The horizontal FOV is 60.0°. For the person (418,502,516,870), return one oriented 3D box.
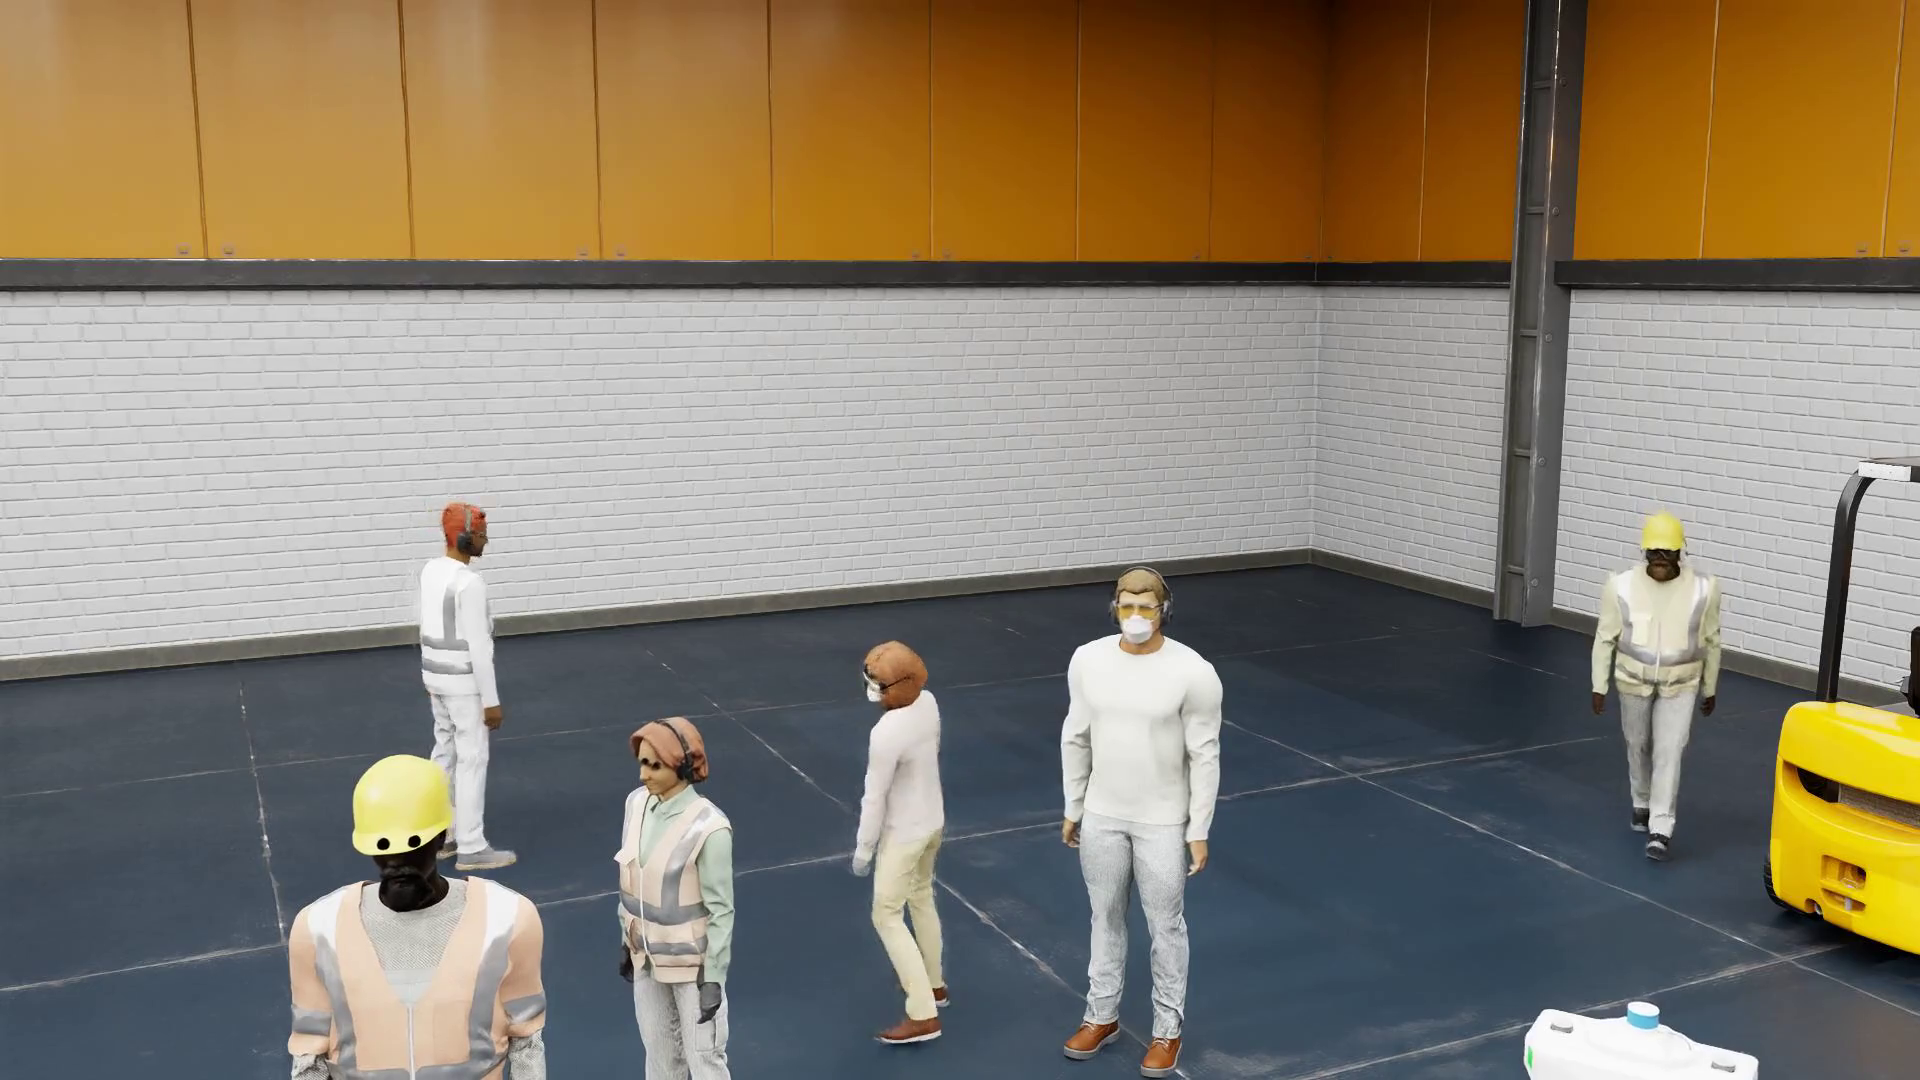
[{"bbox_3d":[-2.557,0.749,8.489,0.345,1.874,0.613,-9,12,-43],"label":"person"}]

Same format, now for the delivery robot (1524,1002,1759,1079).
[{"bbox_3d":[2.303,1.812,5.634,0.707,0.478,0.477,6,11,33],"label":"delivery robot"}]

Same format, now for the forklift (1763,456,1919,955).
[{"bbox_3d":[4.857,0.731,7.561,2.313,2.155,1.214,-4,10,-25],"label":"forklift"}]

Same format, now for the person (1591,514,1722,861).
[{"bbox_3d":[3.638,0.748,8.729,0.619,1.776,0.941,4,10,26],"label":"person"}]

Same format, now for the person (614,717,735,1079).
[{"bbox_3d":[-0.915,1.365,5.353,0.511,1.637,0.307,8,12,40],"label":"person"}]

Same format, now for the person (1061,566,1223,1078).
[{"bbox_3d":[0.667,1.057,6.324,0.636,1.939,0.365,5,11,29],"label":"person"}]

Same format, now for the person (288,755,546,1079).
[{"bbox_3d":[-1.278,1.443,3.970,0.587,1.927,0.368,-2,9,-13],"label":"person"}]

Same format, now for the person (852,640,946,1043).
[{"bbox_3d":[-0.182,1.171,6.646,0.376,1.616,0.561,5,10,26],"label":"person"}]
